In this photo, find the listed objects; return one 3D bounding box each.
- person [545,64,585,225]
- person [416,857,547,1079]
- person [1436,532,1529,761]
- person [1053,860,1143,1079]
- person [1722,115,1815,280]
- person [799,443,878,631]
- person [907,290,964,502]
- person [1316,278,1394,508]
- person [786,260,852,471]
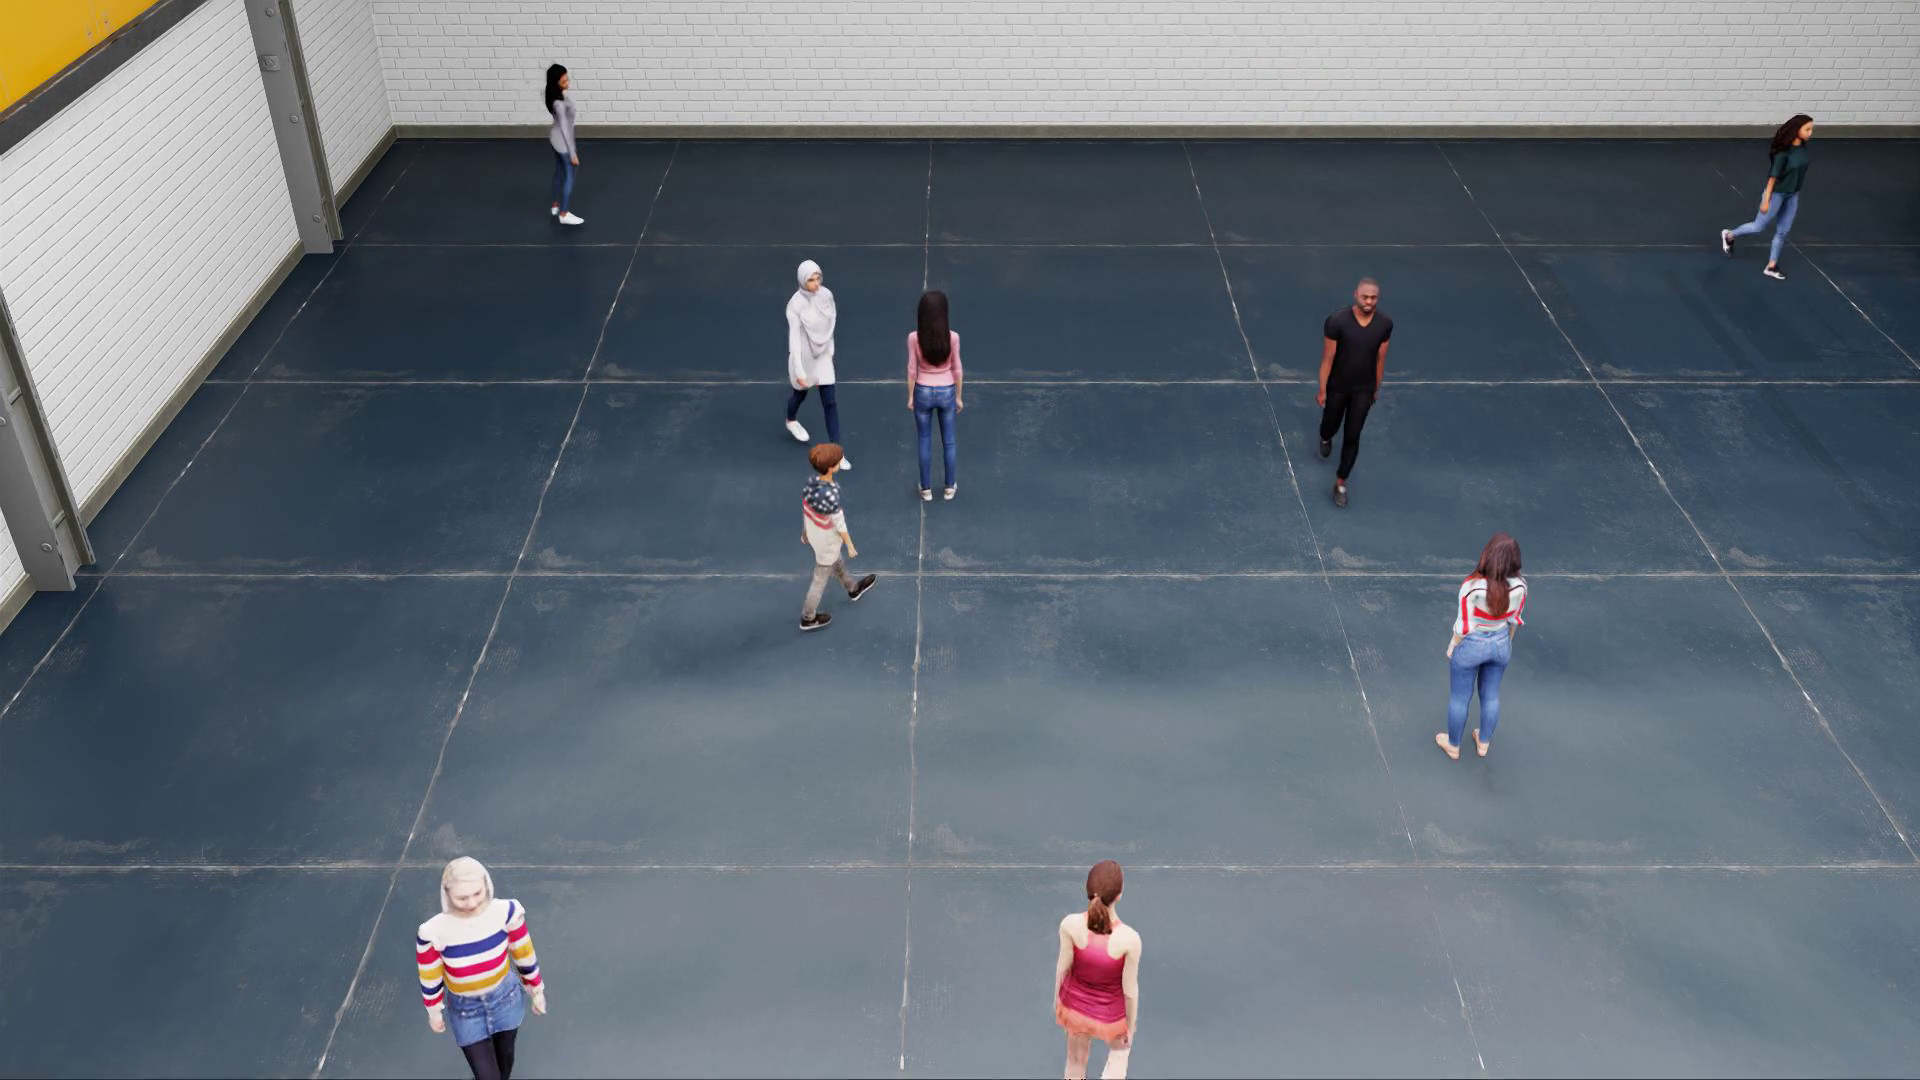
[{"bbox_3d":[-4.164,-4.095,17.273,0.991,1.708,0.741,-21,39,-29],"label":"person"},{"bbox_3d":[-2.264,2.125,7.844,0.865,1.787,0.937,-18,38,-25],"label":"person"},{"bbox_3d":[3.211,0.654,10.215,0.615,1.612,0.533,-4,34,-5],"label":"person"},{"bbox_3d":[0.599,2.233,7.722,0.676,1.742,0.799,9,35,13],"label":"person"},{"bbox_3d":[7.984,-3.405,16.335,0.894,1.596,1.092,-16,37,-23],"label":"person"},{"bbox_3d":[-0.981,0.002,11.382,0.902,1.407,0.931,-20,39,-28],"label":"person"},{"bbox_3d":[-0.199,-1.106,12.745,0.587,1.742,0.497,-2,34,-3],"label":"person"},{"bbox_3d":[2.988,-1.206,12.840,0.702,1.803,1.014,1,34,2],"label":"person"},{"bbox_3d":[-1.231,-1.439,13.258,1.037,1.729,1.199,-23,40,-30],"label":"person"}]
